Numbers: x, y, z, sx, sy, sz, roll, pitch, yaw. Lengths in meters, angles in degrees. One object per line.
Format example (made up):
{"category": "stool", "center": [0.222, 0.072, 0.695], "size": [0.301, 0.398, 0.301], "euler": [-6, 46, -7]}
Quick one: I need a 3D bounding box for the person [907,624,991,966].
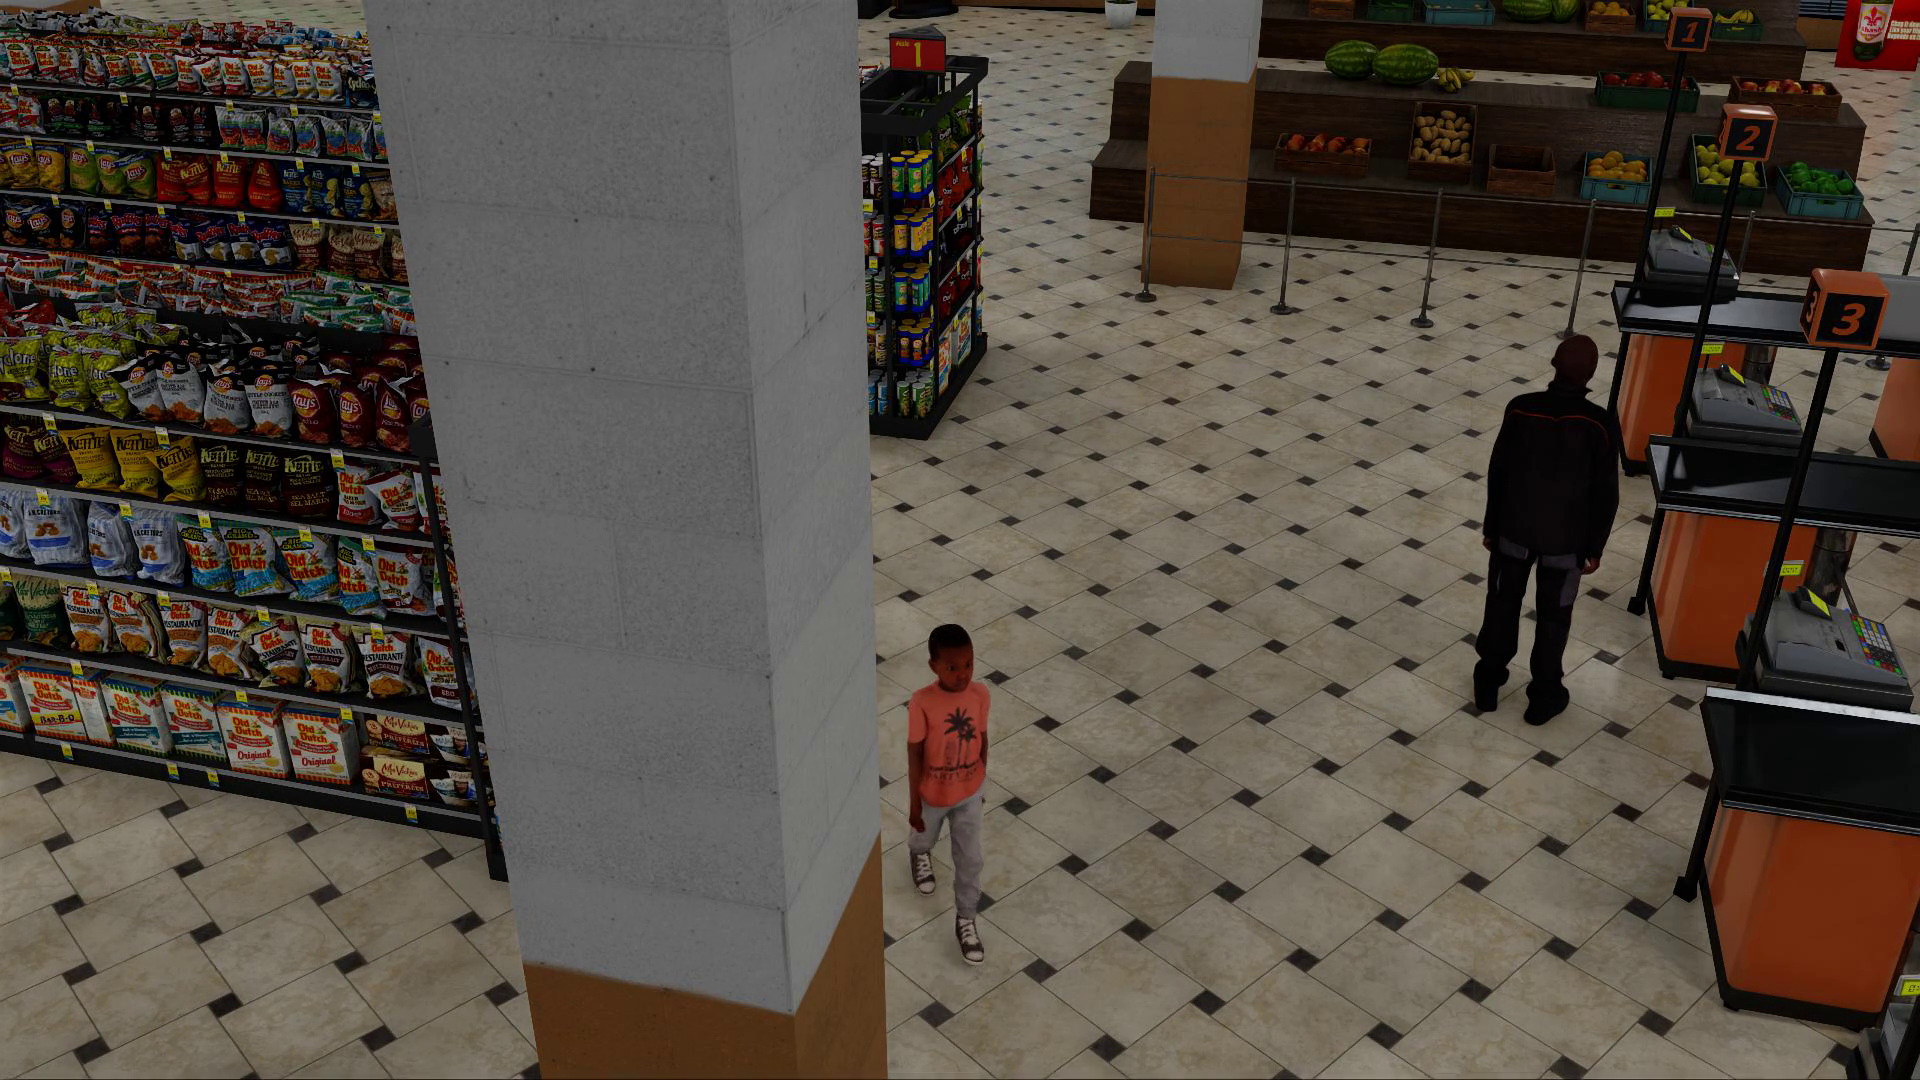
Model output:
{"category": "person", "center": [-0.075, 0.865, 6.167], "size": [0.885, 1.304, 0.793], "euler": [-6, 29, -10]}

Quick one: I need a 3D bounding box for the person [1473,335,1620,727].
{"category": "person", "center": [2.548, -0.042, 7.285], "size": [0.632, 1.825, 0.822], "euler": [15, 32, 26]}
